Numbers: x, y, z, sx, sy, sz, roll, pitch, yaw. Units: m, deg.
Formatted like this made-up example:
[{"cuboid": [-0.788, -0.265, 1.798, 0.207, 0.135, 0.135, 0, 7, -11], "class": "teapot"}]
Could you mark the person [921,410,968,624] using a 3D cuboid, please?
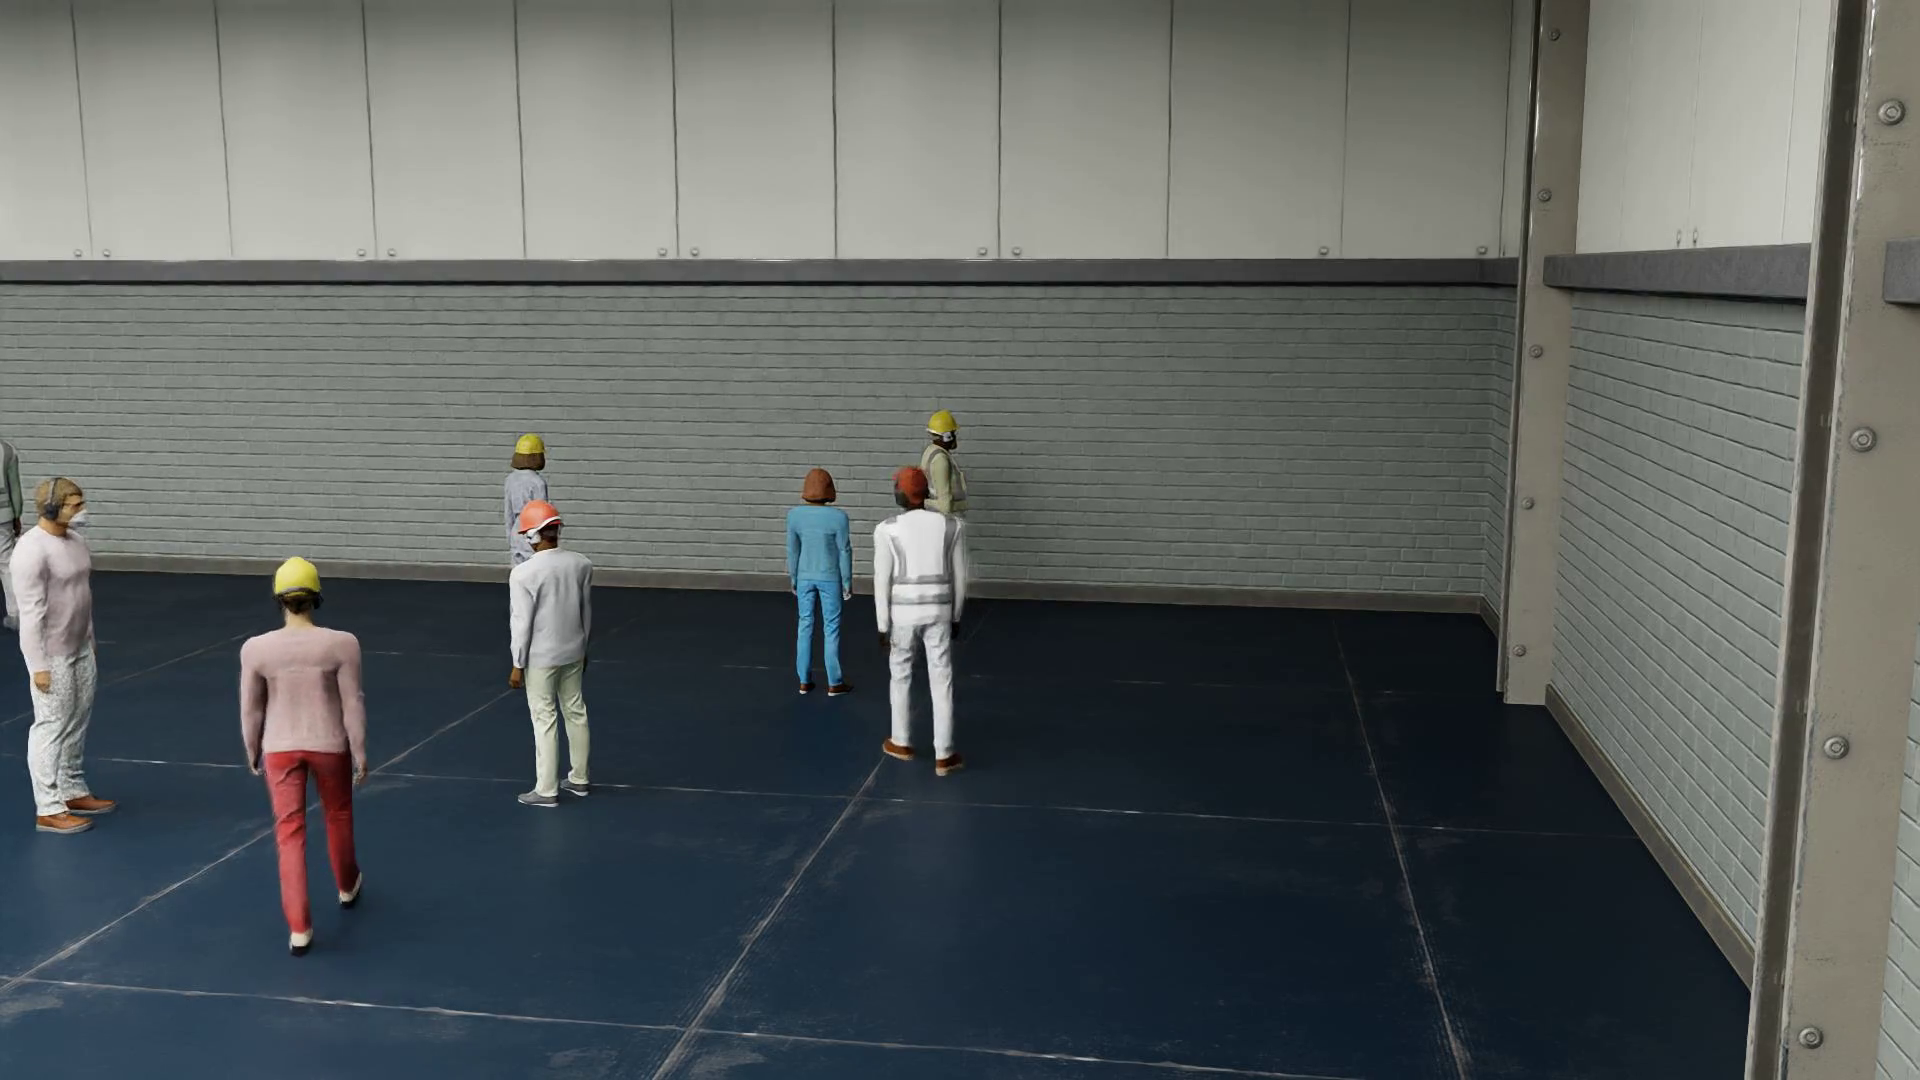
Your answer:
[{"cuboid": [-0.136, -0.199, 14.350, 0.404, 1.836, 0.600, -2, 9, -10], "class": "person"}]

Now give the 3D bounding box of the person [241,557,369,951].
[{"cuboid": [-2.991, 0.941, 7.633, 0.543, 1.734, 0.864, -2, 10, -15], "class": "person"}]

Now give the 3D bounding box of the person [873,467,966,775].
[{"cuboid": [-0.234, 0.484, 10.166, 0.596, 1.846, 0.679, -2, 9, -14], "class": "person"}]

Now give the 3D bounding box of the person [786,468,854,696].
[{"cuboid": [-0.995, 0.299, 11.896, 0.504, 1.636, 0.280, 3, 10, 20], "class": "person"}]

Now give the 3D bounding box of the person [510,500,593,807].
[{"cuboid": [-2.338, 0.638, 9.466, 0.333, 1.744, 0.559, 6, 11, 35], "class": "person"}]

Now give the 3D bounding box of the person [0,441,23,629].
[{"cuboid": [-8.158, -0.182, 13.901, 0.392, 1.946, 0.616, 6, 11, 34], "class": "person"}]

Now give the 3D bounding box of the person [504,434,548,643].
[{"cuboid": [-3.415, 0.022, 13.274, 0.492, 1.742, 0.323, 7, 12, 37], "class": "person"}]

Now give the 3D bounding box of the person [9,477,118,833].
[{"cuboid": [-4.897, 0.615, 9.058, 0.365, 1.932, 0.637, -1, 9, -3], "class": "person"}]
